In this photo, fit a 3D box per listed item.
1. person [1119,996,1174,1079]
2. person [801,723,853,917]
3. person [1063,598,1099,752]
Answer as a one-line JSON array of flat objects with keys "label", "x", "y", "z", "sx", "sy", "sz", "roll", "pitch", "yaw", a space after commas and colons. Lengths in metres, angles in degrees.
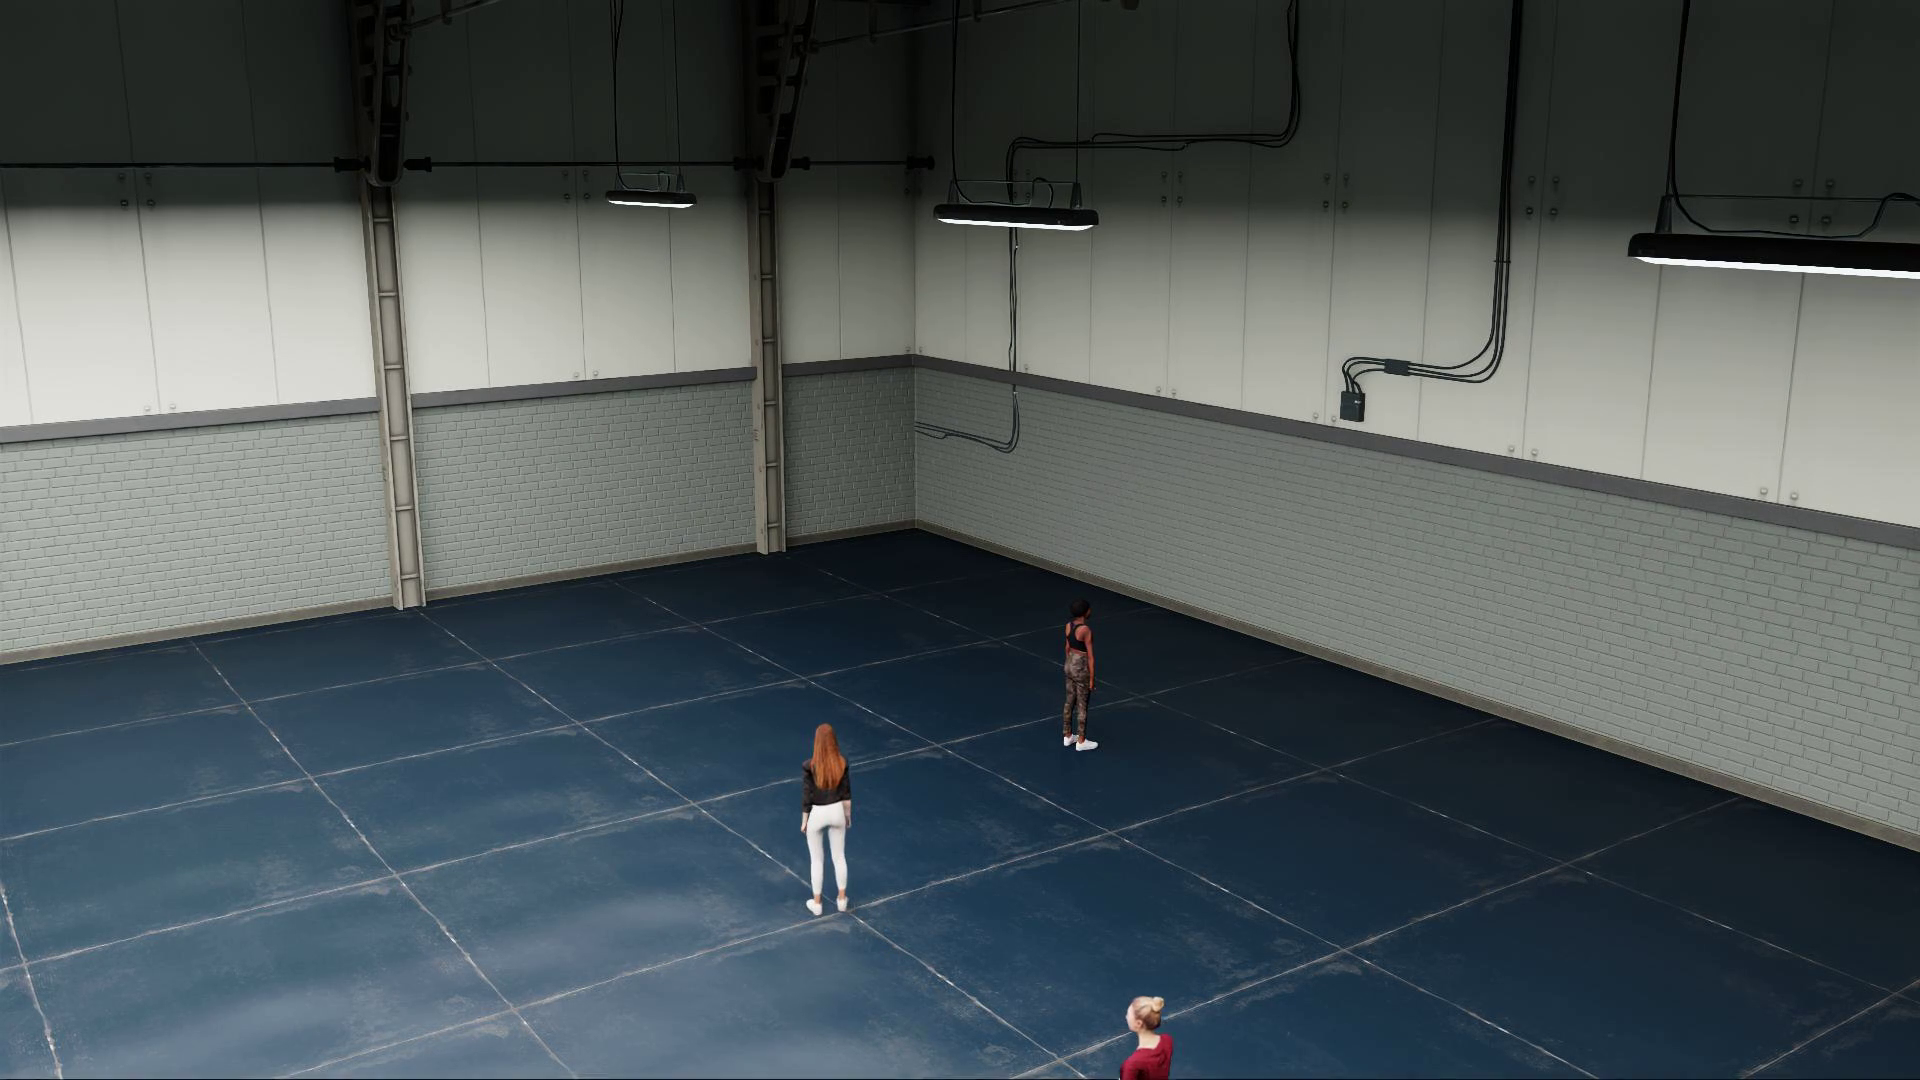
[{"label": "person", "x": 1.133, "y": 3.477, "z": 9.729, "sx": 0.815, "sy": 1.683, "sz": 0.853, "roll": 11, "pitch": 17, "yaw": 40}, {"label": "person", "x": -1.158, "y": 2.395, "z": 14.359, "sx": 0.554, "sy": 1.704, "sz": 0.720, "roll": -4, "pitch": 14, "yaw": -18}, {"label": "person", "x": 1.311, "y": 1.464, "z": 18.389, "sx": 0.505, "sy": 1.699, "sz": 0.578, "roll": -10, "pitch": 16, "yaw": -36}]
